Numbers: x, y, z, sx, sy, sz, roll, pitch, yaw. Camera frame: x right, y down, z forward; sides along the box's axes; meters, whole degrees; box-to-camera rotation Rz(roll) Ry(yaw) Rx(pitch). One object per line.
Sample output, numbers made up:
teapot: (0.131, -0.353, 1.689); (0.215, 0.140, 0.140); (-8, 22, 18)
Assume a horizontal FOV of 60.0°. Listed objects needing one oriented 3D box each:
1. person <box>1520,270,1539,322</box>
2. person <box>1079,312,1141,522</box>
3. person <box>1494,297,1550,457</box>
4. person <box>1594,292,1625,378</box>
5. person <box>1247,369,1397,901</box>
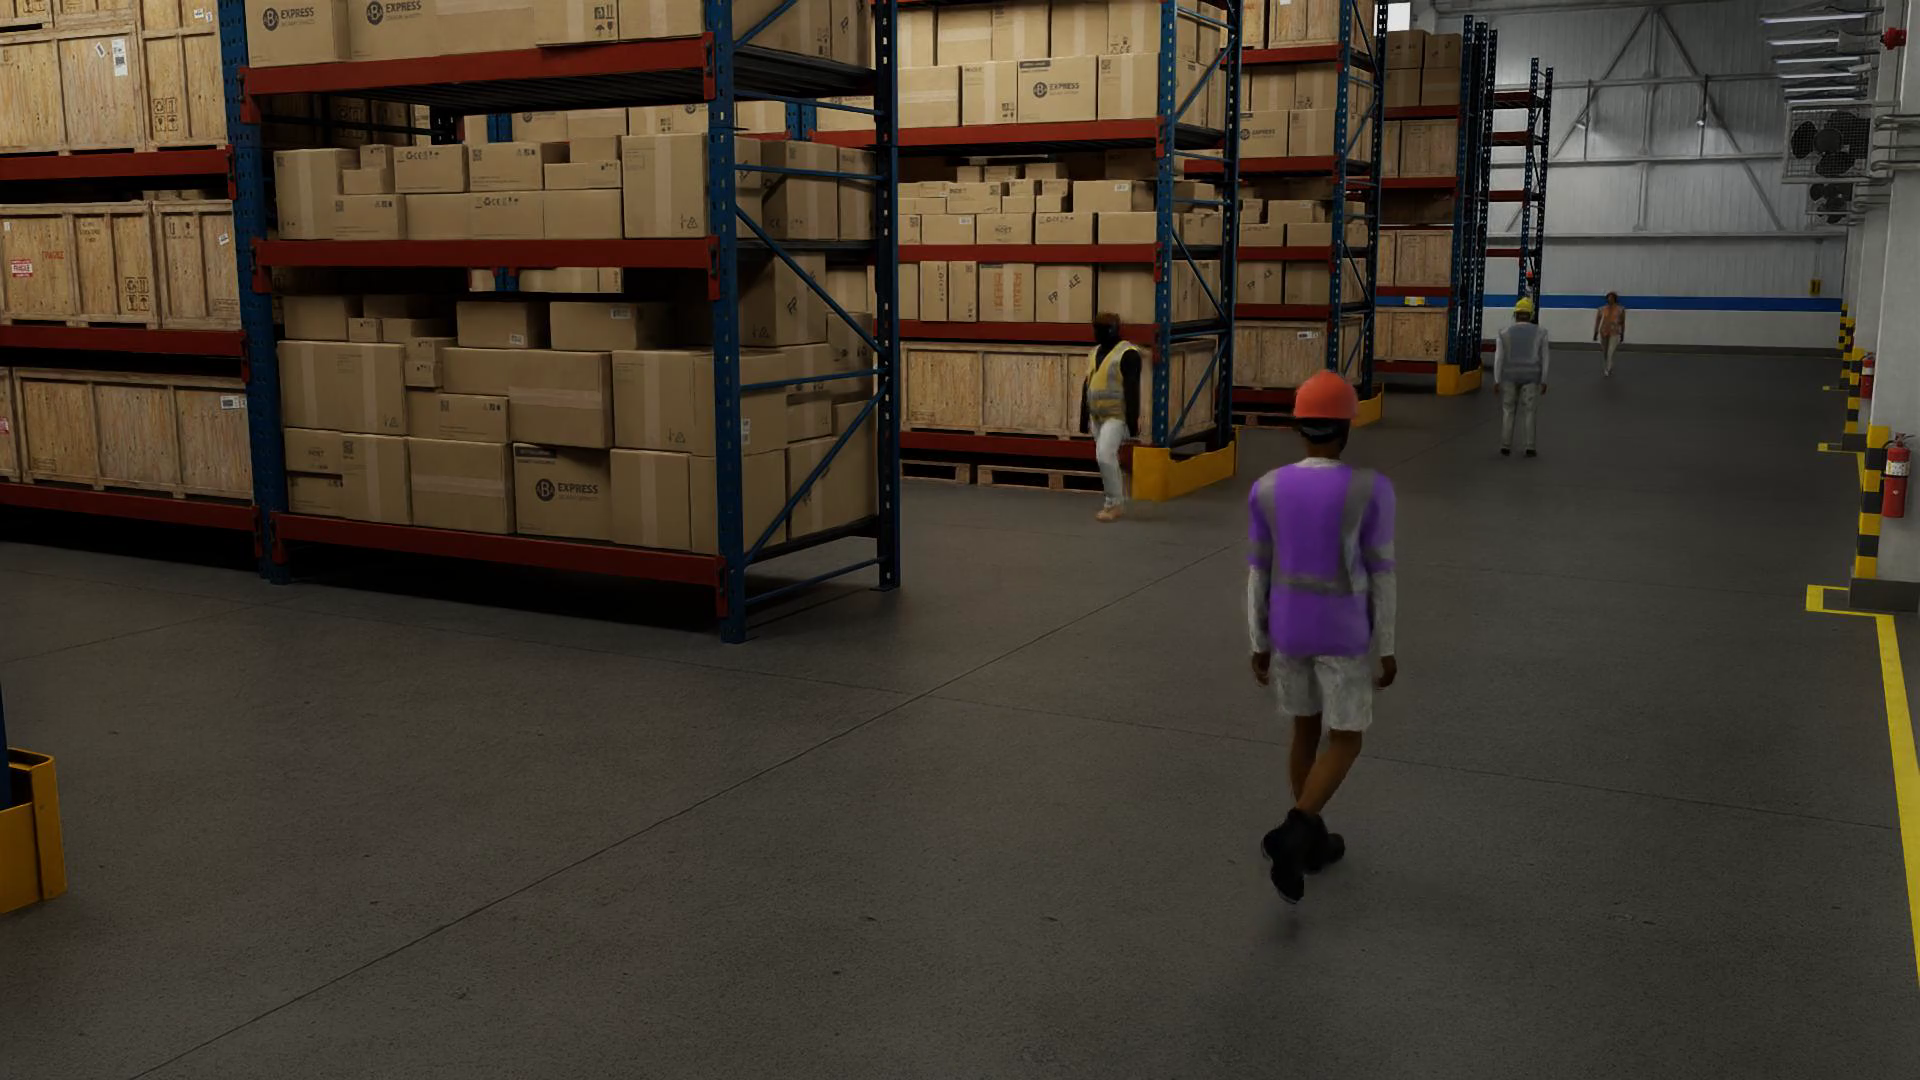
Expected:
person: (13.050, -5.212, 38.134); (0.552, 1.942, 0.343); (-5, 11, -27)
person: (1.258, -1.058, 14.436); (0.561, 1.821, 0.654); (-6, 11, -30)
person: (6.432, -1.863, 19.061); (0.600, 1.829, 0.404); (3, 10, 19)
person: (12.297, -3.891, 31.471); (0.528, 1.603, 0.829); (6, 12, 32)
person: (1.276, 0.346, 6.036); (0.558, 1.918, 0.765); (7, 12, 35)
